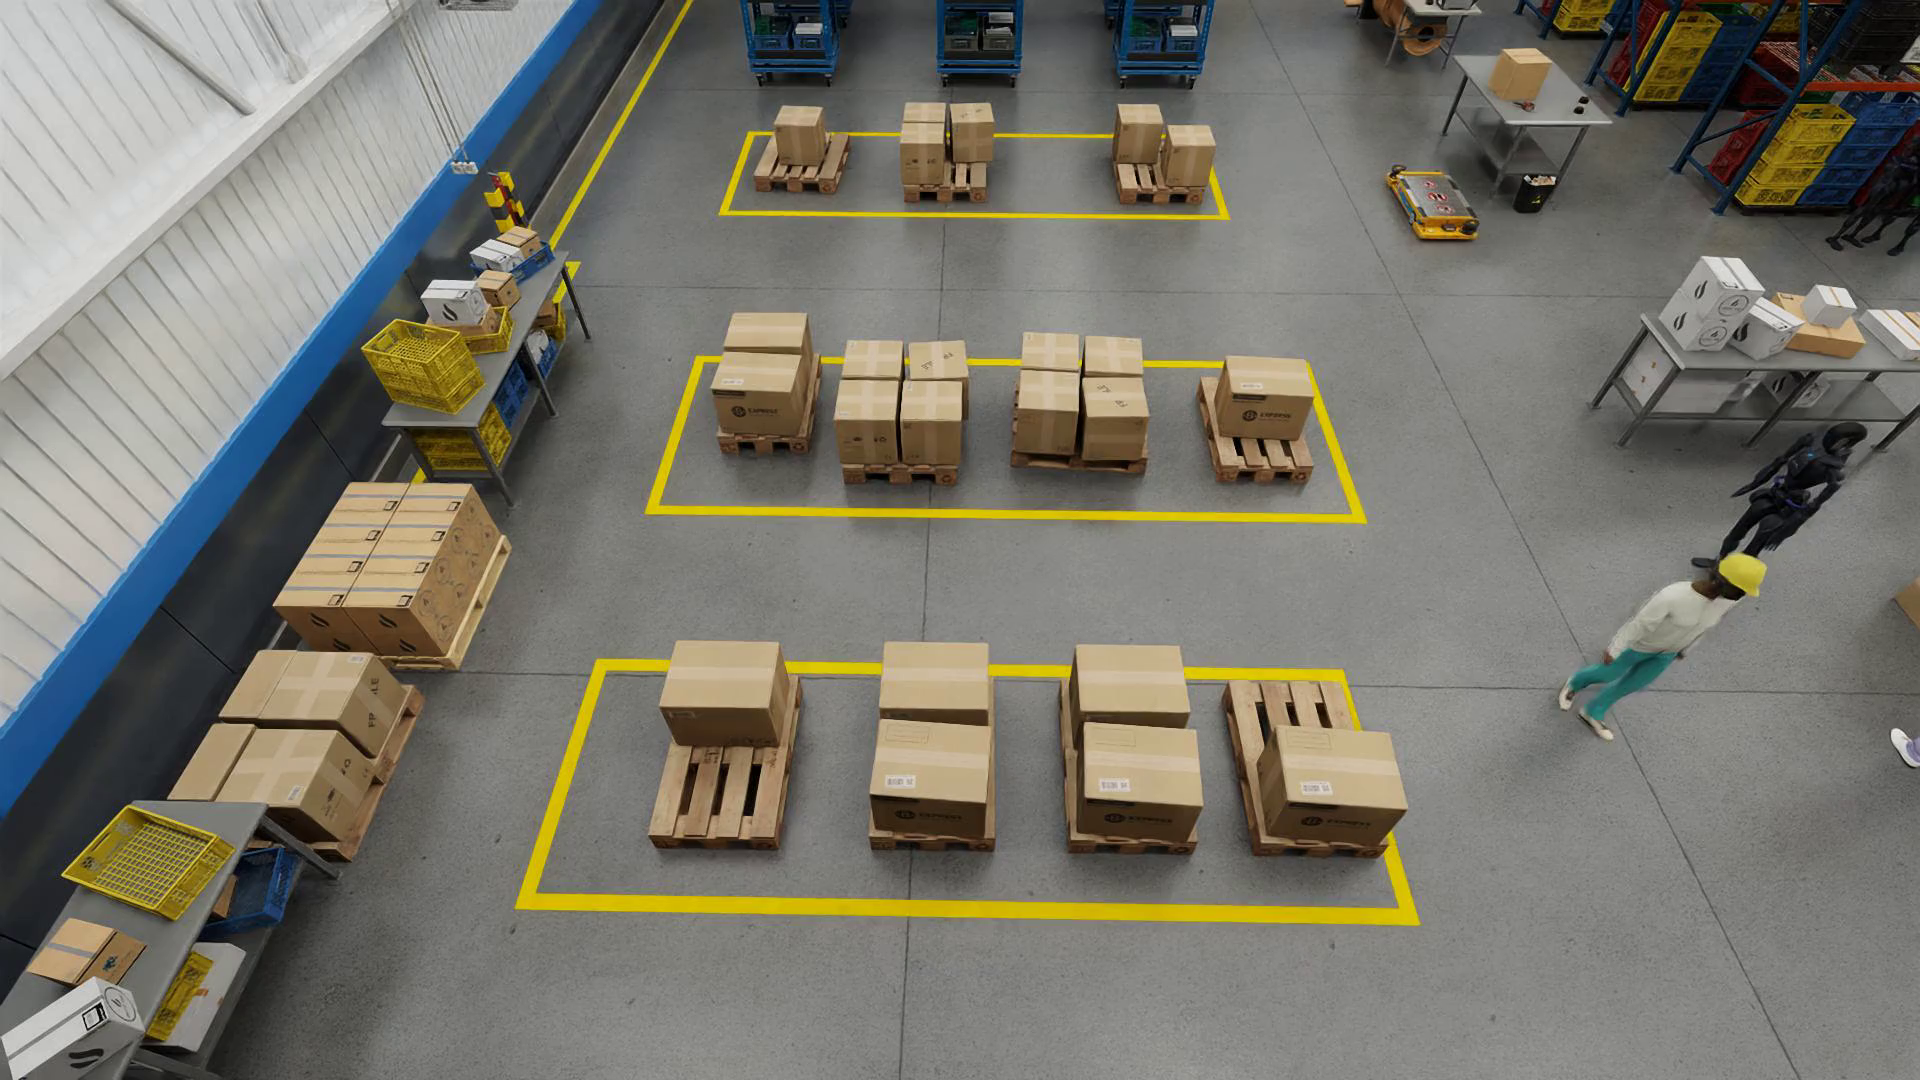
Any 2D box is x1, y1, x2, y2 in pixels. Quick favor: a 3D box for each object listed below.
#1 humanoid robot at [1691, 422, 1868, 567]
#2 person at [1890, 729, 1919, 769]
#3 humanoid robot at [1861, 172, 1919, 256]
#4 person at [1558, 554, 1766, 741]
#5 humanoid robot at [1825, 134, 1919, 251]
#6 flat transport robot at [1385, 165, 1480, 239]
[{"bbox_3d":[6.066,-0.250,6.816,0.333,1.651,0.571,6,49,6],"label":"humanoid robot"},{"bbox_3d":[6.719,0.893,5.661,0.593,1.929,0.349,17,51,14],"label":"person"},{"bbox_3d":[10.660,-3.931,10.003,0.363,1.647,0.574,-19,52,-16],"label":"humanoid robot"},{"bbox_3d":[4.495,0.671,5.973,0.582,1.757,0.445,0,49,0],"label":"person"},{"bbox_3d":[10.318,-3.976,10.033,0.599,1.657,0.315,-8,50,-6],"label":"humanoid robot"},{"bbox_3d":[5.692,-4.094,11.059,0.652,0.197,1.431,1,49,1],"label":"flat transport robot"}]
